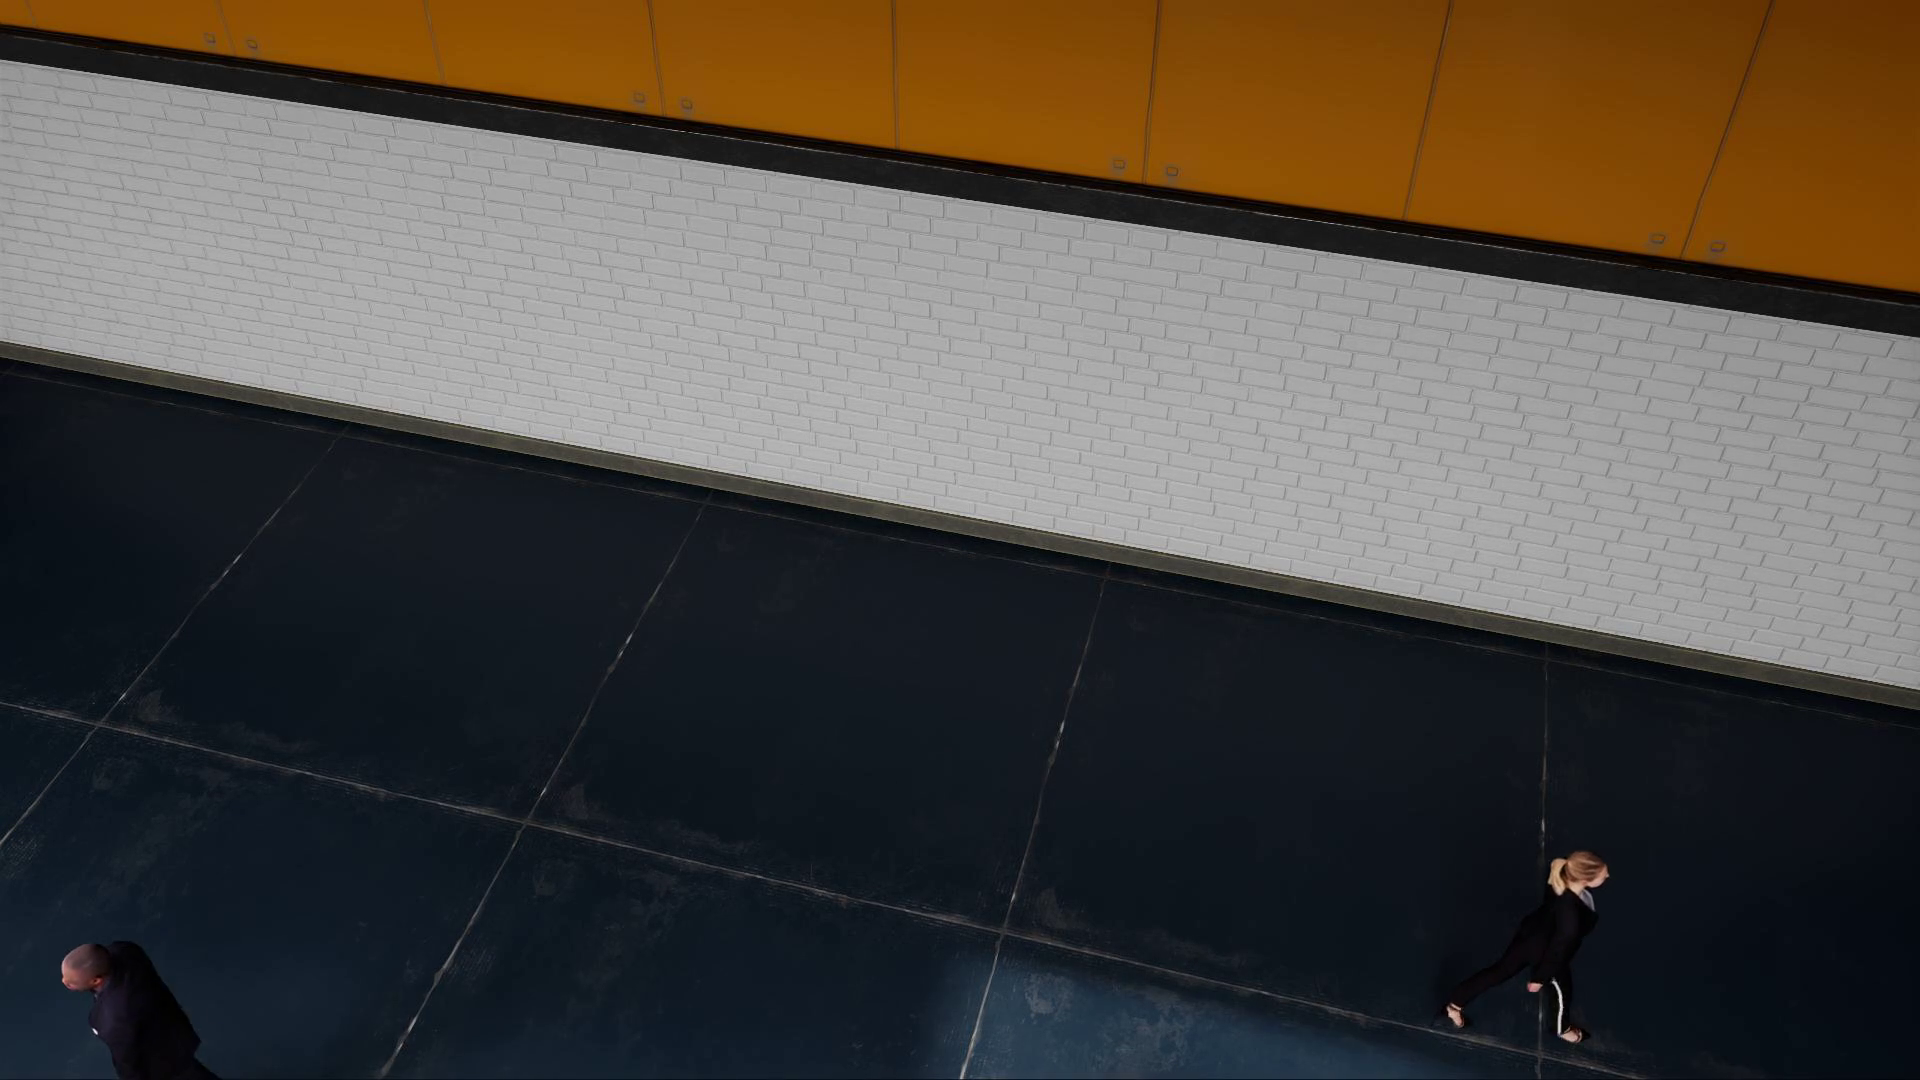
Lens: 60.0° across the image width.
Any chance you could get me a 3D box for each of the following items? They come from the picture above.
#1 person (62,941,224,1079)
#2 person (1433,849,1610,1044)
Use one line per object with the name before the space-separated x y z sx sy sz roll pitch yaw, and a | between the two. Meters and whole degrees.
person | -3.793 2.465 8.086 1.197 1.767 1.202 -16 46 -16
person | 2.900 2.101 8.547 0.856 1.658 1.071 1 44 1
